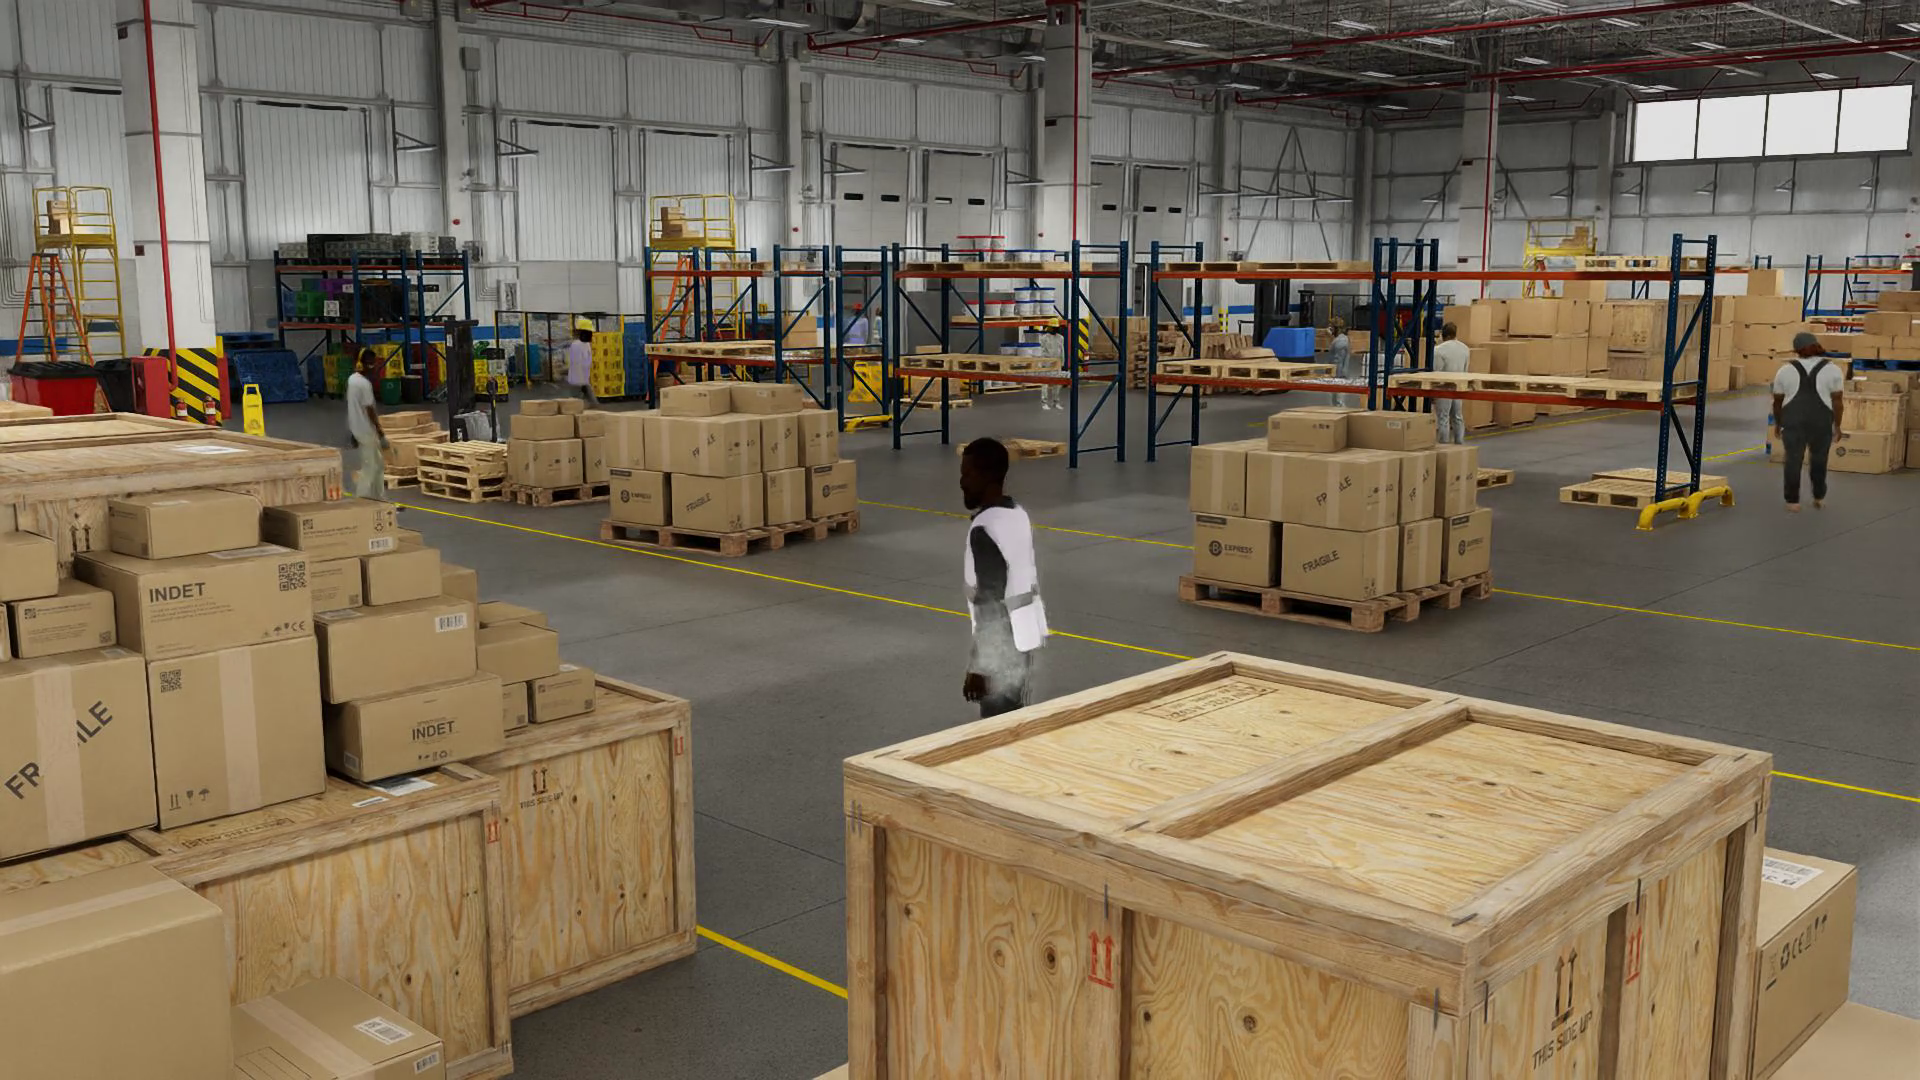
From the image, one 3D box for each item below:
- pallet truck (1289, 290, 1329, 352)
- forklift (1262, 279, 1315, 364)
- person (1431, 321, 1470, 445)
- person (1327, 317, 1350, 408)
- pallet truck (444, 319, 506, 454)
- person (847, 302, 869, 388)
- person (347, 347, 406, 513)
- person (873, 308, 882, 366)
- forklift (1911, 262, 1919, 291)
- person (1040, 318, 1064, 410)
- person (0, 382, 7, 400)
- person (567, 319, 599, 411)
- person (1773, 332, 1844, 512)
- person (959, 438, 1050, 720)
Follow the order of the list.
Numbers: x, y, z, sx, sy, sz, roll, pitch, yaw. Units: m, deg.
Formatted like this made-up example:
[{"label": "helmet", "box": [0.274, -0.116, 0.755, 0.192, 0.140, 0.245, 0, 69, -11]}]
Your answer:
[{"label": "pallet truck", "box": [11.297, -6.951, 52.861, 1.885, 1.965, 0.823, -5, 11, -29]}, {"label": "forklift", "box": [8.555, -6.090, 44.881, 1.873, 2.768, 1.129, 9, 13, 43]}, {"label": "person", "box": [6.811, -2.071, 23.171, 0.624, 1.931, 0.378, -5, 11, -28]}, {"label": "person", "box": [5.797, -2.454, 25.521, 0.370, 1.932, 0.632, 2, 9, 12]}, {"label": "pallet truck", "box": [-6.981, -1.942, 22.150, 1.885, 1.965, 0.823, 1, 9, 9]}, {"label": "person", "box": [-2.241, -4.366, 37.287, 0.557, 1.896, 0.894, 3, 10, 17]}, {"label": "person", "box": [-6.199, -1.128, 17.672, 0.749, 1.835, 0.535, -7, 12, -37]}, {"label": "person", "box": [-2.159, -5.385, 44.390, 0.312, 1.633, 0.518, -1, 9, -6]}, {"label": "forklift", "box": [22.867, -5.201, 39.432, 1.129, 2.768, 1.873, -5, 11, -29]}, {"label": "person", "box": [1.757, -3.320, 31.395, 0.484, 1.739, 0.319, -4, 10, -23]}, {"label": "person", "box": [-9.598, -0.947, 16.435, 0.609, 1.861, 0.576, 6, 11, 31]}, {"label": "person", "box": [-5.711, -2.416, 25.364, 0.704, 1.899, 0.618, 2, 9, 12]}, {"label": "person", "box": [9.323, -1.334, 18.293, 0.710, 2.000, 1.026, 6, 11, 31]}, {"label": "person", "box": [0.139, 0.495, 7.574, 0.564, 1.897, 0.609, 2, 9, 12]}]
